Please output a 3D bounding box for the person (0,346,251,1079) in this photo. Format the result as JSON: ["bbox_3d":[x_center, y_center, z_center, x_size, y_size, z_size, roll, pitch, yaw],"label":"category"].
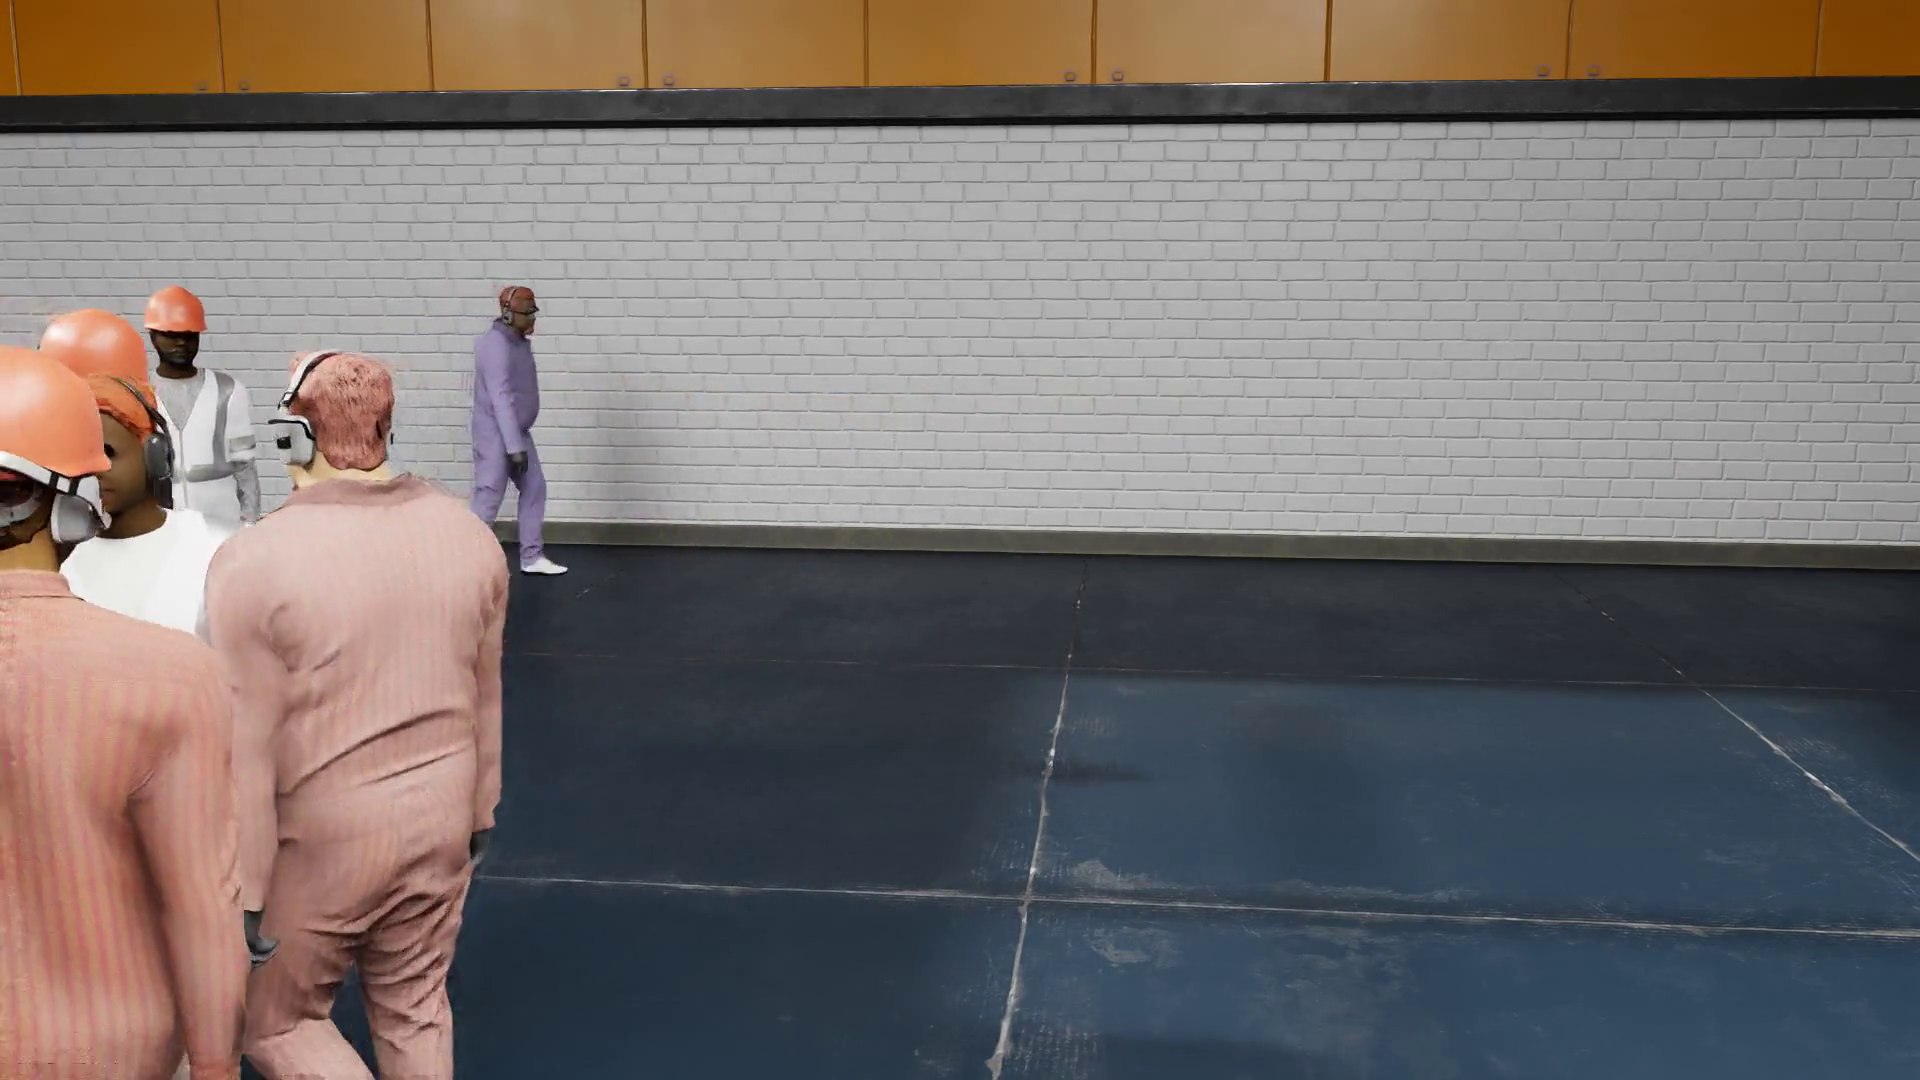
[{"bbox_3d":[-1.321,0.702,2.378,0.623,1.939,1.022,-3,10,-14],"label":"person"}]

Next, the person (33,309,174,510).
[{"bbox_3d":[-2.172,0.401,4.159,1.043,1.914,0.669,4,11,20],"label":"person"}]

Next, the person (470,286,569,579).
[{"bbox_3d":[-2.801,-0.640,10.325,0.766,1.850,0.672,0,10,1],"label":"person"}]

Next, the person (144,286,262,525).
[{"bbox_3d":[-3.152,-0.065,6.802,0.564,1.924,0.446,-5,11,-27],"label":"person"}]

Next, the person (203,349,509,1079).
[{"bbox_3d":[-1.159,0.575,3.256,0.460,1.888,0.664,7,12,34],"label":"person"}]

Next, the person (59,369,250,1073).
[{"bbox_3d":[-1.696,0.555,3.504,0.575,1.855,0.931,-3,10,-16],"label":"person"}]
